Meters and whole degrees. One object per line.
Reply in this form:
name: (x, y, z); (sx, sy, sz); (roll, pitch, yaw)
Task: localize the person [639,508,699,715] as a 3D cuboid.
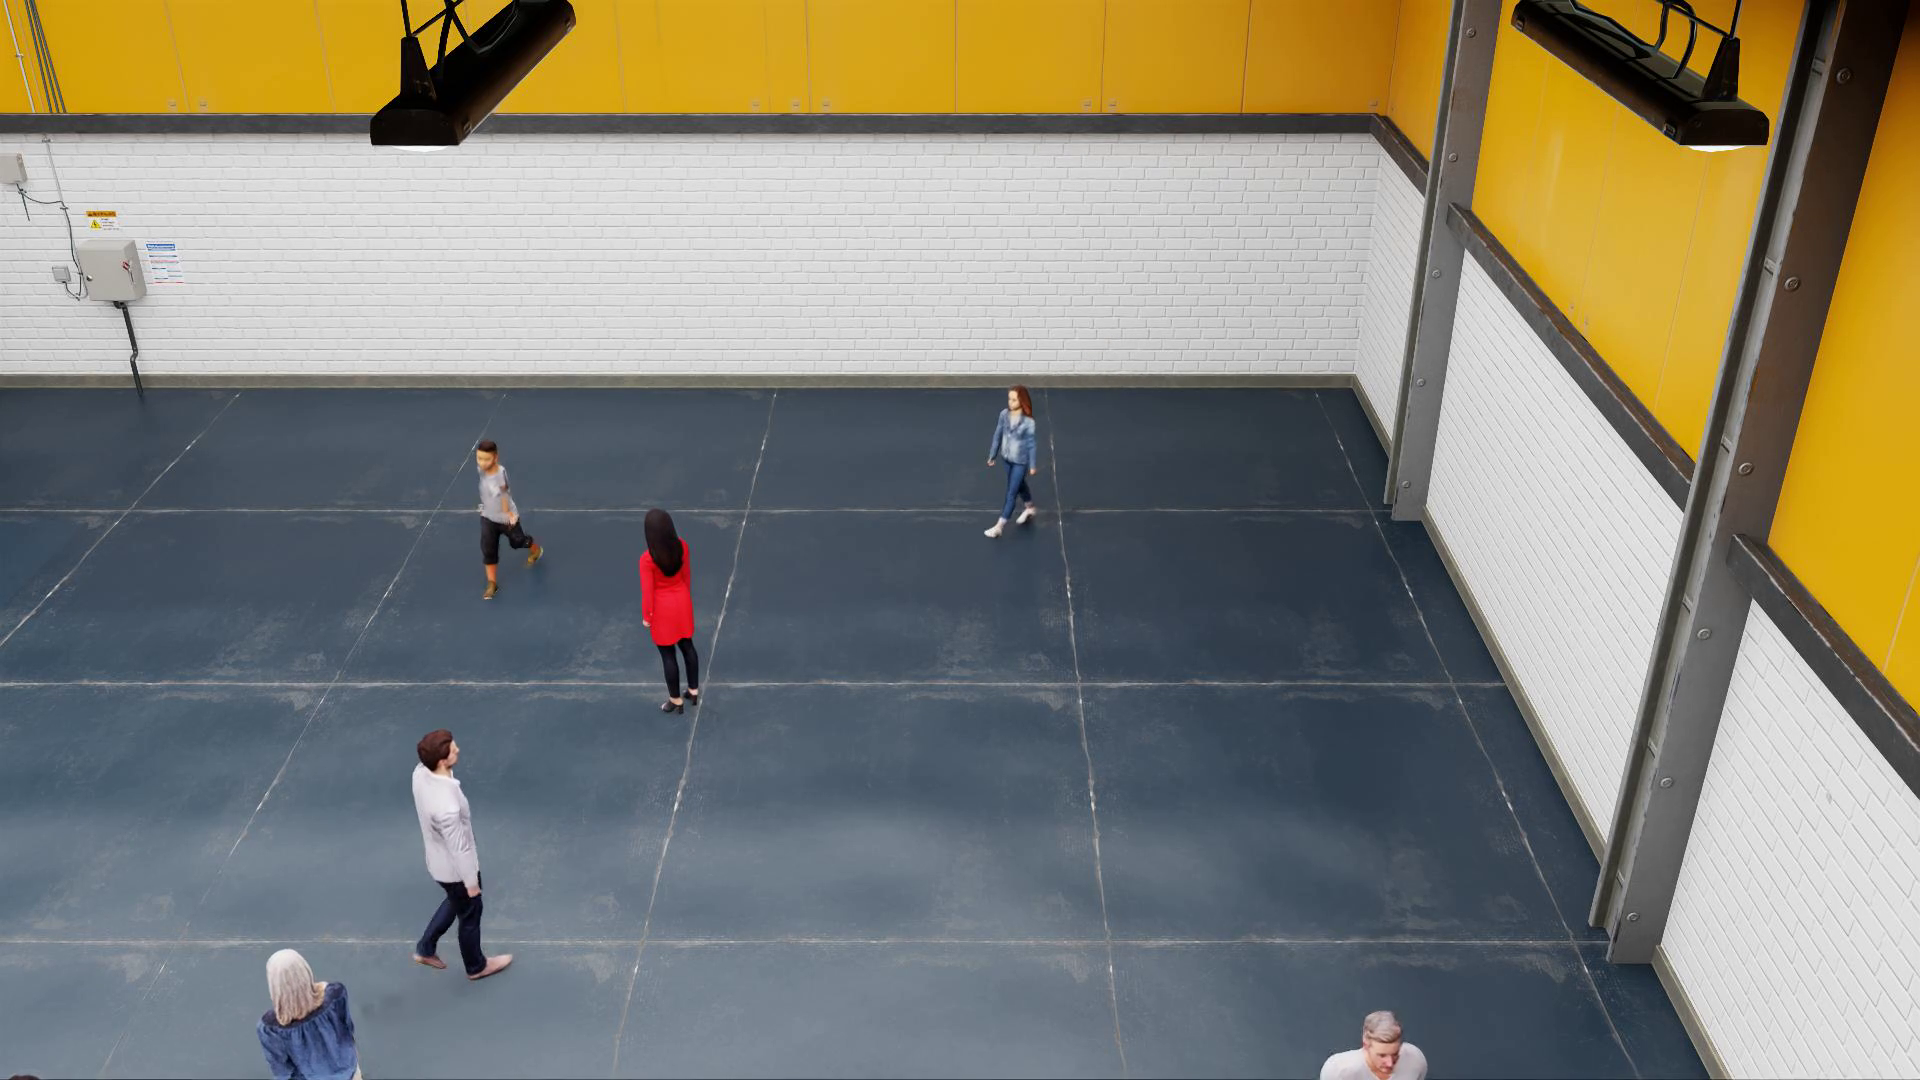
person: (-2.203, 0.542, 12.647); (0.797, 1.748, 0.734); (24, 37, 37)

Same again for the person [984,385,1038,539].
person: (0.564, -0.753, 15.339); (1.043, 1.443, 0.983); (-26, 38, -38)

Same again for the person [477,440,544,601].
person: (-3.986, -0.301, 14.534); (0.827, 1.421, 1.108); (10, 30, 18)

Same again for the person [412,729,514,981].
person: (-3.123, 1.942, 9.983); (0.977, 1.842, 0.929); (-19, 34, -30)

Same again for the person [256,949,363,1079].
person: (-3.230, 2.833, 8.540); (1.025, 1.659, 1.231); (-16, 32, -27)

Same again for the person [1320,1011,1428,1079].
person: (1.951, 2.939, 8.199); (0.816, 1.799, 1.026); (-5, 29, -10)
